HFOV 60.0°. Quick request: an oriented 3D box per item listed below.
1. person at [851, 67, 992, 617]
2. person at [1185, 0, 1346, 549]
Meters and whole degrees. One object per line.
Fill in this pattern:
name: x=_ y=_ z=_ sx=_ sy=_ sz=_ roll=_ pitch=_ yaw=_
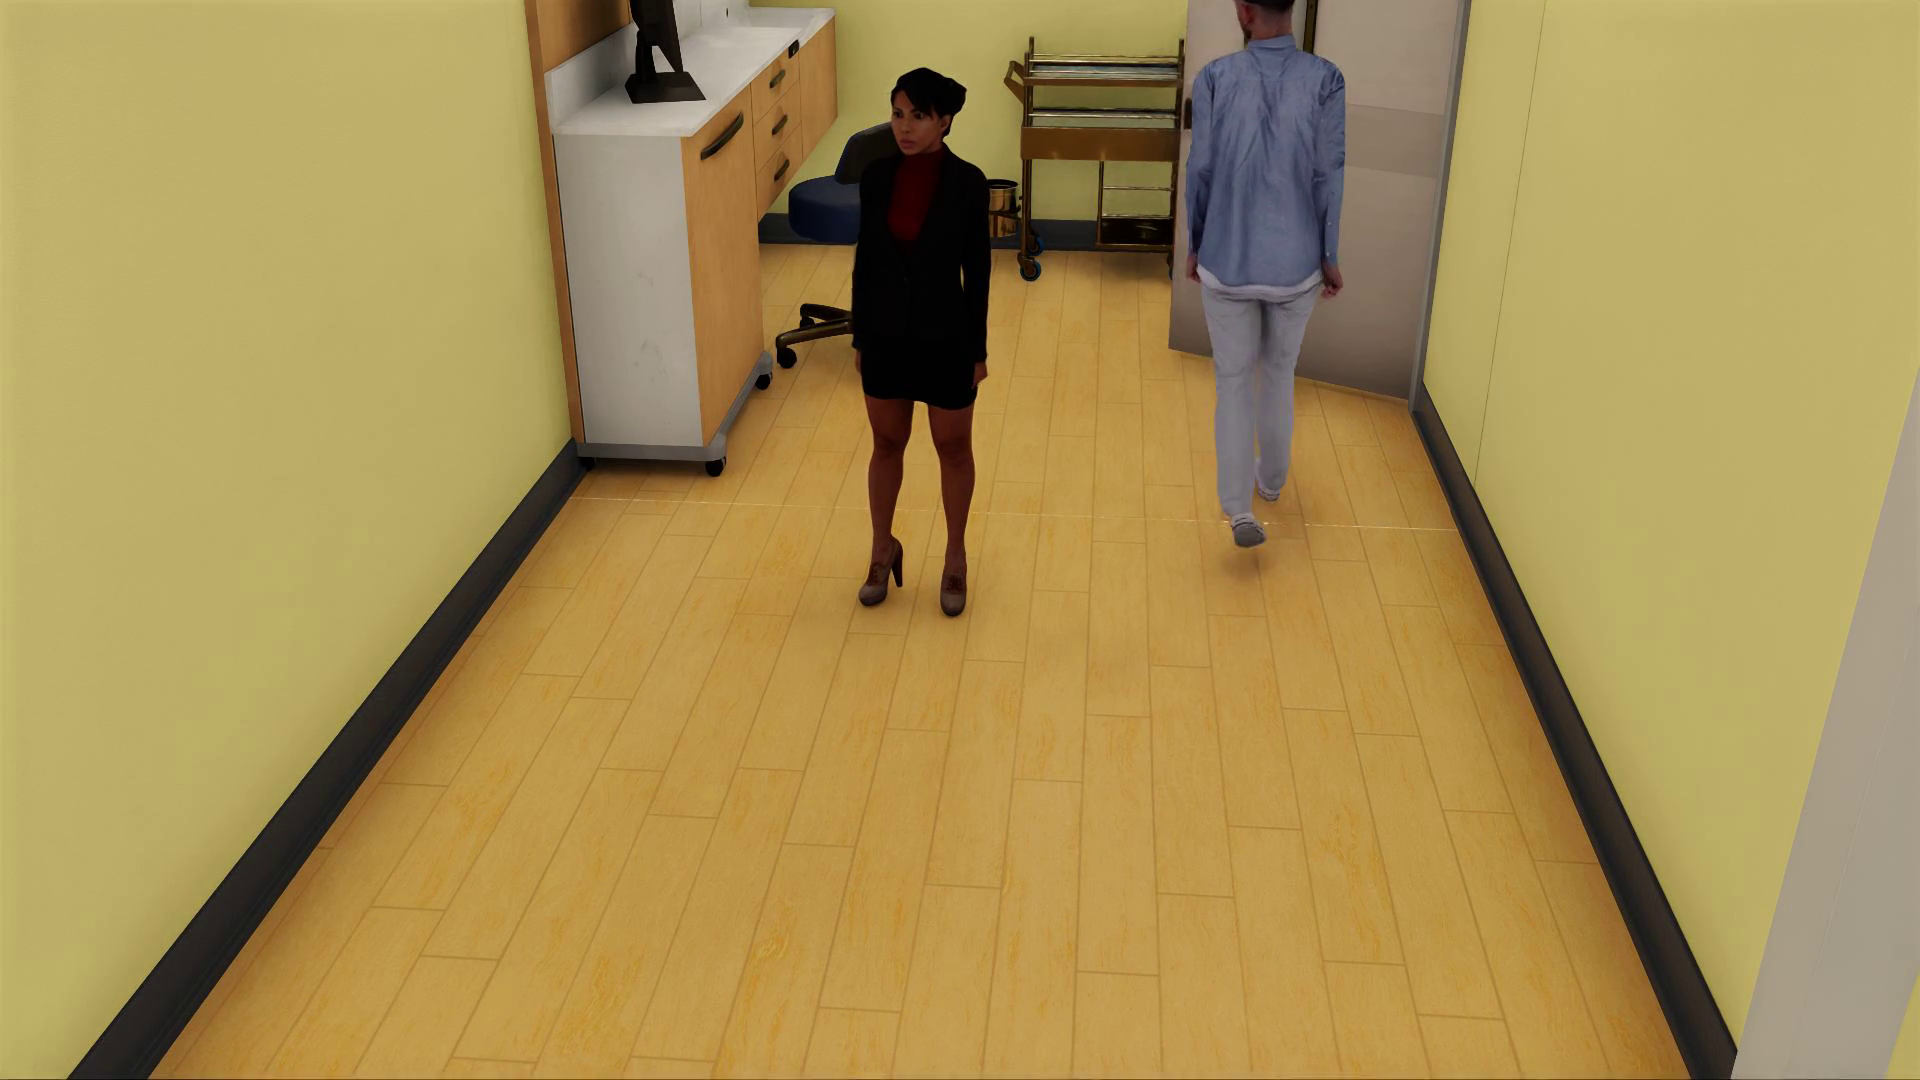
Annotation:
person: x=-0.119 y=-0.550 z=4.887 sx=0.610 sy=1.639 sz=0.681 roll=8 pitch=27 yaw=15
person: x=0.950 y=-0.865 z=5.292 sx=0.989 sy=1.855 sz=0.730 roll=4 pitch=26 yaw=7
